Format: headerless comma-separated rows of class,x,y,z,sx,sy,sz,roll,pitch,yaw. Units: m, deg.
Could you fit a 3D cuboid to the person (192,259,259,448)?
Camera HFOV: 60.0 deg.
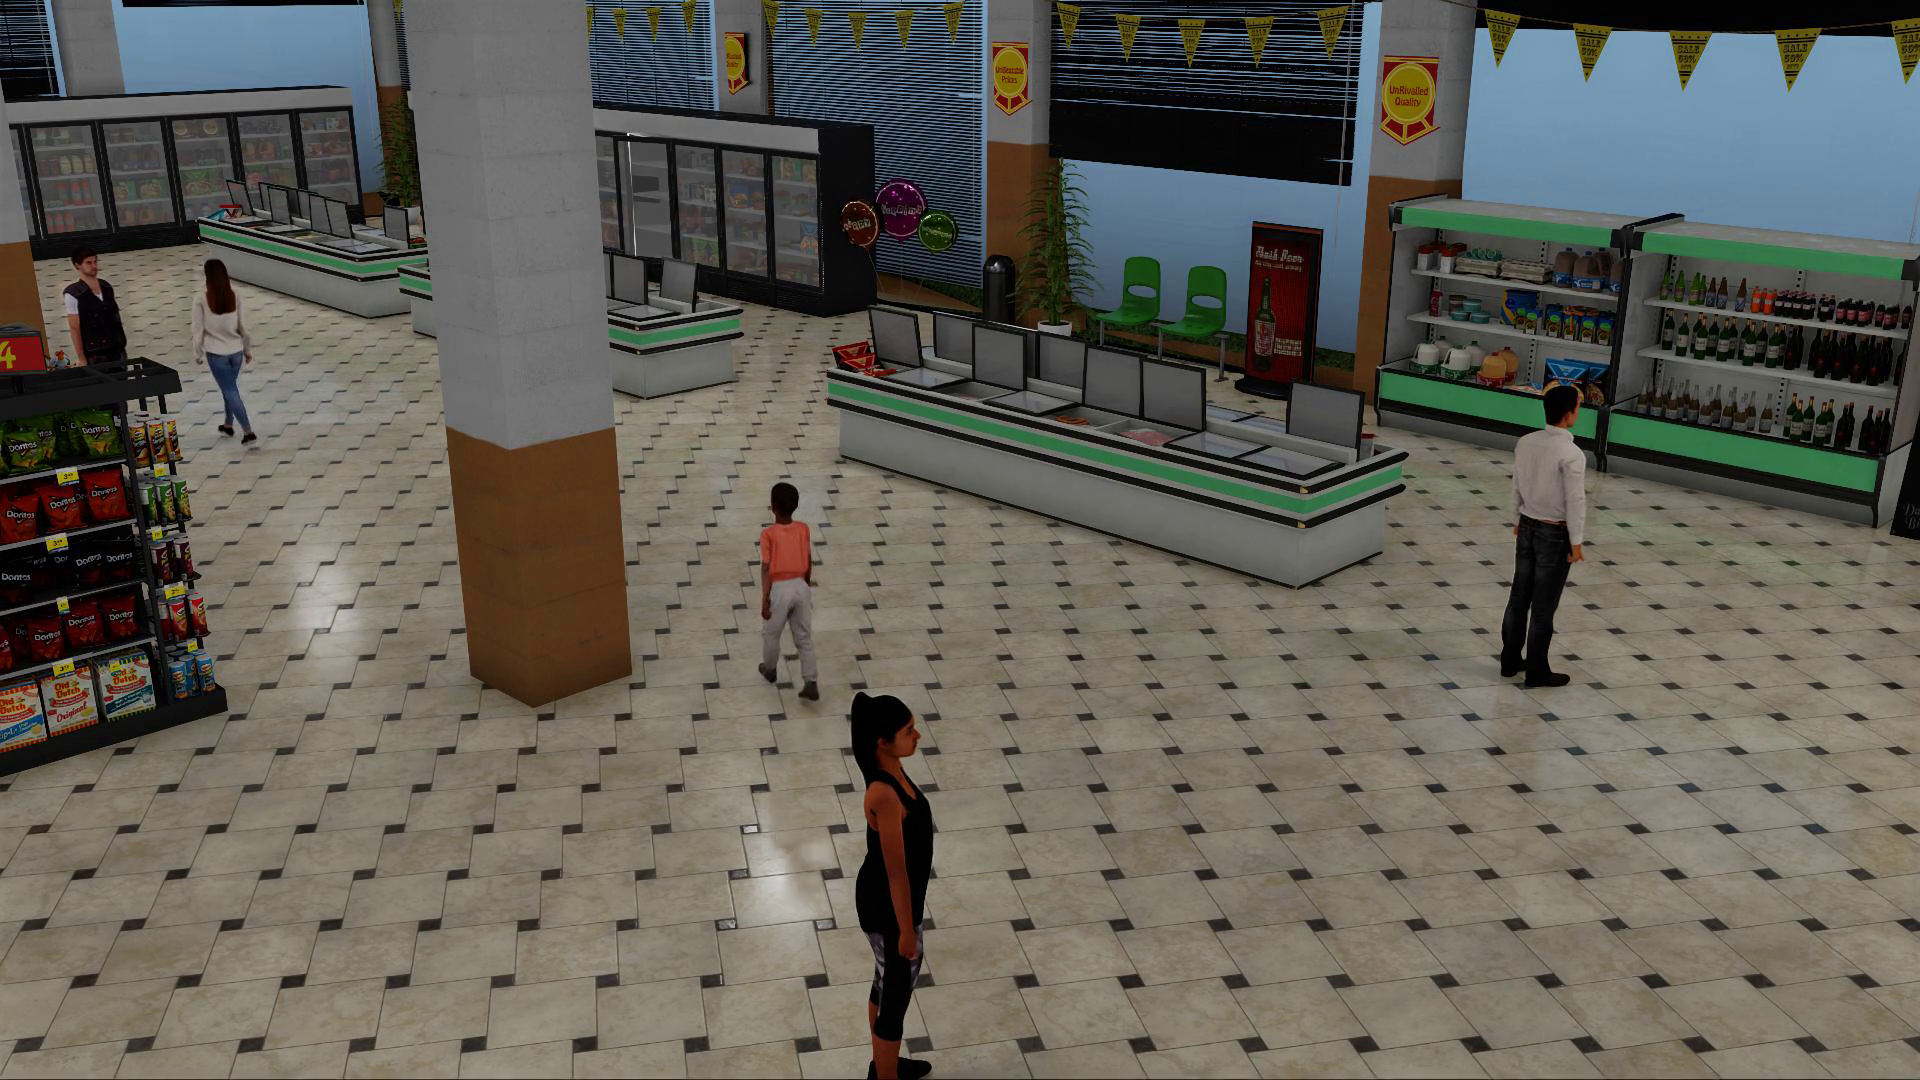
person,-6.489,-1.616,14.749,1.085,1.653,0.621,17,25,41

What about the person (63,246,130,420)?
person,-7.493,-1.635,14.500,0.731,1.848,0.747,7,20,19

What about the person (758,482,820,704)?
person,-0.961,0.329,9.556,0.695,1.284,0.964,-9,21,-25

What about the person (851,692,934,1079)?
person,-0.250,1.316,6.041,0.712,1.661,0.629,-2,19,-7

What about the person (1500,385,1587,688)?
person,3.434,-0.026,9.786,0.795,1.811,0.620,-9,20,-24
